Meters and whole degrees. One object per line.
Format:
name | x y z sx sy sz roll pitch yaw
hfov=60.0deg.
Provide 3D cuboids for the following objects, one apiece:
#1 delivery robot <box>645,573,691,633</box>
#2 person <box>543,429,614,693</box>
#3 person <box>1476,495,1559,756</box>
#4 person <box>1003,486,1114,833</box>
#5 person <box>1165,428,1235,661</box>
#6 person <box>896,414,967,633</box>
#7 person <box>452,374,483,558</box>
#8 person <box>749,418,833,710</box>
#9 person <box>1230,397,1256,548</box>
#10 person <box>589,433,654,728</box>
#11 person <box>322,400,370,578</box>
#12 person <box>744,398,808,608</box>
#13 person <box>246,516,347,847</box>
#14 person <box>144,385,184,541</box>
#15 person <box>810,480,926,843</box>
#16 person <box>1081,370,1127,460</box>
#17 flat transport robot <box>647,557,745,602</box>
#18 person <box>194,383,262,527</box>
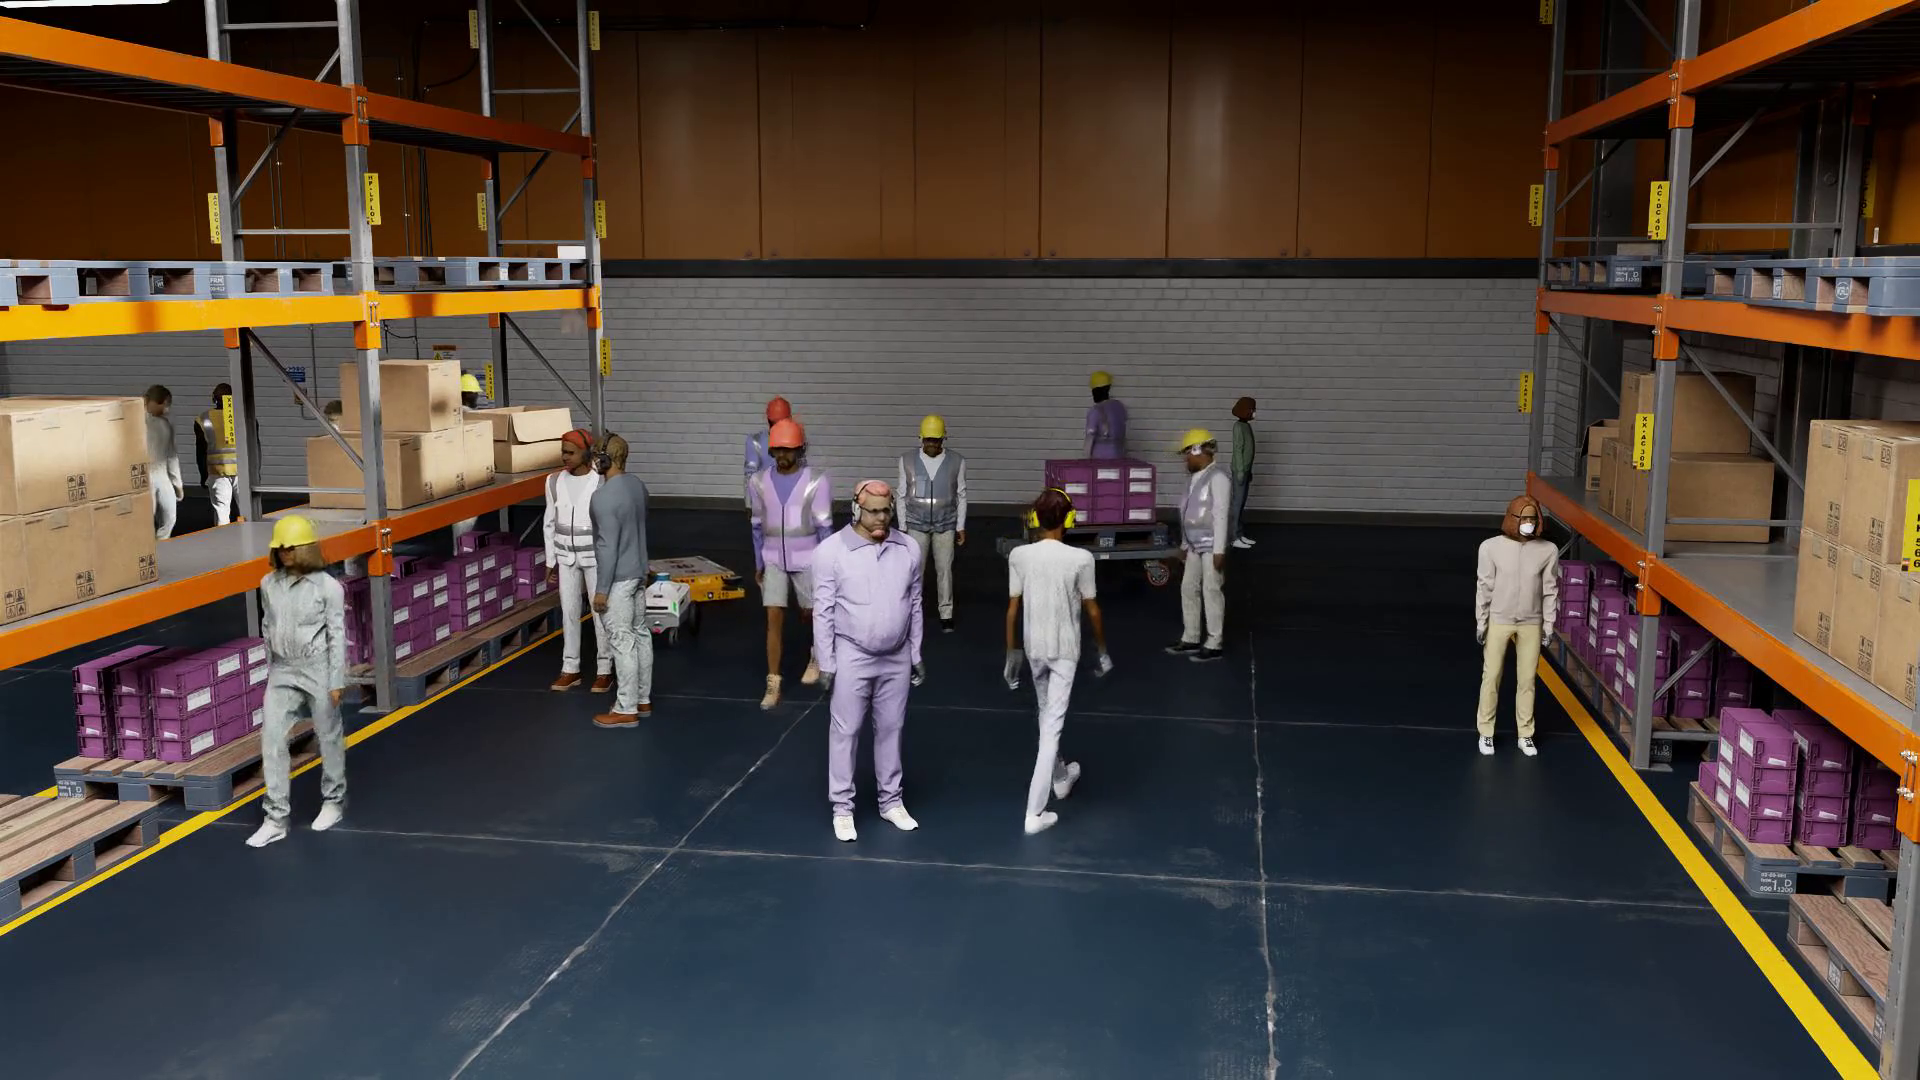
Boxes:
delivery robot | -2.387 0.507 13.401 0.477 0.478 0.707 0 9 0
person | -2.676 0.150 11.805 0.579 1.881 0.342 2 9 13
person | 3.428 0.528 10.270 0.496 1.629 0.277 1 9 4
person | 0.555 0.620 9.105 0.506 1.825 0.932 6 11 31
person | 1.891 0.047 12.768 0.408 1.789 0.618 -3 10 -17
person | -0.234 -0.133 13.738 0.586 1.823 0.403 0 9 -2
person | -5.103 -0.757 17.268 0.382 1.925 0.593 -9 13 -43
person | -1.154 0.121 11.707 0.620 1.996 1.042 2 9 11
person | 3.073 -0.737 18.044 0.288 1.634 0.499 3 10 19
person | -2.237 0.266 10.923 0.378 1.940 0.629 2 9 13
person | -5.200 -0.251 14.186 0.655 1.918 0.633 2 9 12
person | -1.650 -0.355 14.981 0.560 1.873 1.024 -1 9 -4
person | -3.475 0.734 8.680 0.515 1.713 0.748 2 9 10
person | -7.791 -0.529 15.995 0.363 1.896 0.702 2 10 15
person | -0.463 0.627 8.807 0.642 1.906 0.410 -5 10 -28
person | 1.491 -0.878 18.031 0.540 1.915 0.635 8 12 39
flat transport robot | -2.552 0.352 15.517 0.652 0.197 1.431 -5 10 -26
person | -7.531 -0.696 17.153 0.627 1.844 0.429 -5 11 -29
